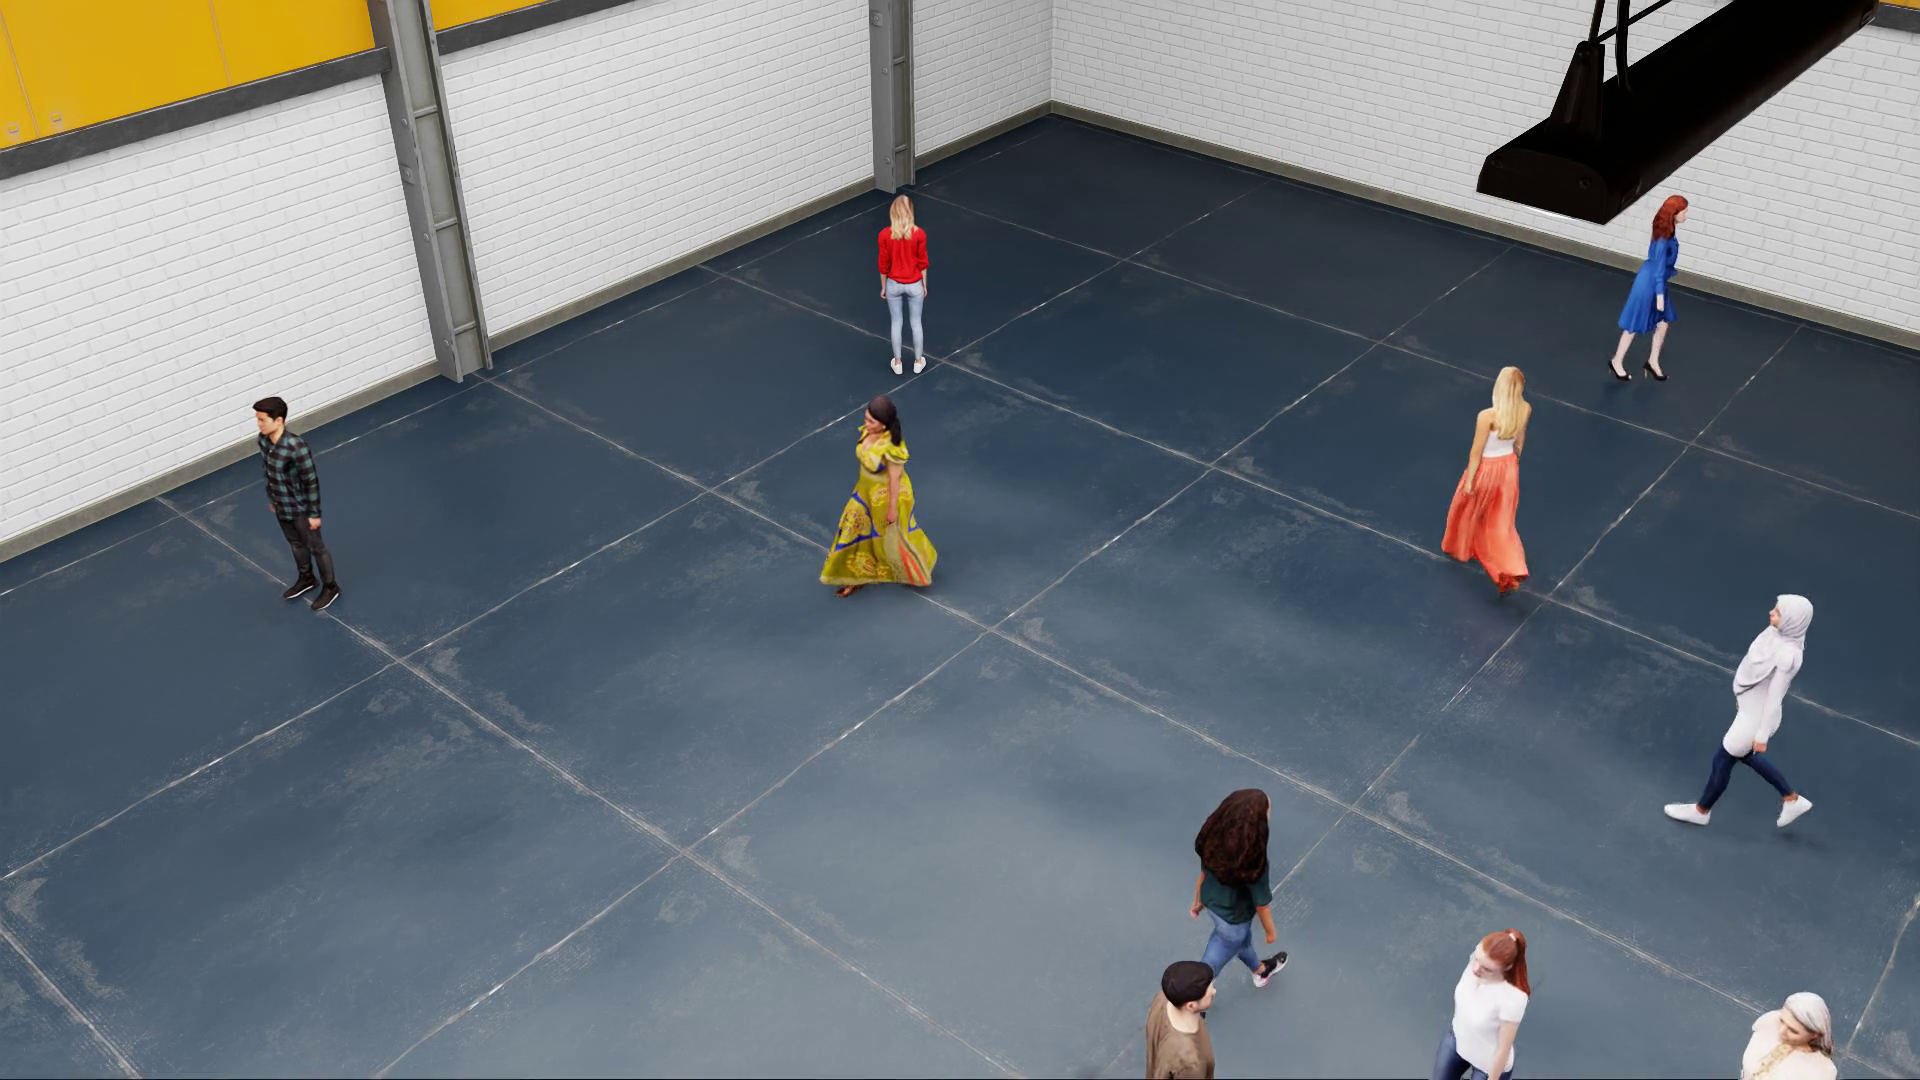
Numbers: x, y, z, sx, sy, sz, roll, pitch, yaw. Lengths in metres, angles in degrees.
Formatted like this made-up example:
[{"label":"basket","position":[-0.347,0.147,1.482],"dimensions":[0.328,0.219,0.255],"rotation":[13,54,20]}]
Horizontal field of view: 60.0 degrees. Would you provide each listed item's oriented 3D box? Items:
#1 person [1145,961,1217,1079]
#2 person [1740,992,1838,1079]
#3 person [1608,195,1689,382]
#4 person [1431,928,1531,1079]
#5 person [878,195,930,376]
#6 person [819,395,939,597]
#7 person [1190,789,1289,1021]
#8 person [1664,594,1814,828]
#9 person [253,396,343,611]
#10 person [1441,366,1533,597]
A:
[{"label":"person","position":[0.974,2.597,7.543],"dimensions":[0.781,1.888,0.743],"rotation":[-6,34,-9]},{"label":"person","position":[3.763,2.655,7.617],"dimensions":[1.137,1.709,0.957],"rotation":[-9,35,-14]},{"label":"person","position":[6.086,-2.242,14.894],"dimensions":[0.791,1.809,0.762],"rotation":[17,37,23]},{"label":"person","position":[2.544,2.428,7.965],"dimensions":[0.806,1.701,0.737],"rotation":[-6,34,-9]},{"label":"person","position":[-0.509,-2.304,15.083],"dimensions":[0.681,1.704,0.725],"rotation":[-1,34,-2]},{"label":"person","position":[-0.499,-0.332,12.179],"dimensions":[1.273,1.633,0.940],"rotation":[-21,39,-29]},{"label":"person","position":[1.349,1.994,8.730],"dimensions":[1.141,1.578,0.852],"rotation":[-17,37,-24]},{"label":"person","position":[4.850,1.073,9.954],"dimensions":[0.882,1.757,1.043],"rotation":[12,35,17]},{"label":"person","position":[-4.827,-0.298,12.049],"dimensions":[0.695,1.714,0.566],"rotation":[20,38,27]},{"label":"person","position":[3.945,-0.402,12.162],"dimensions":[1.197,1.770,1.109],"rotation":[-10,35,-14]}]
